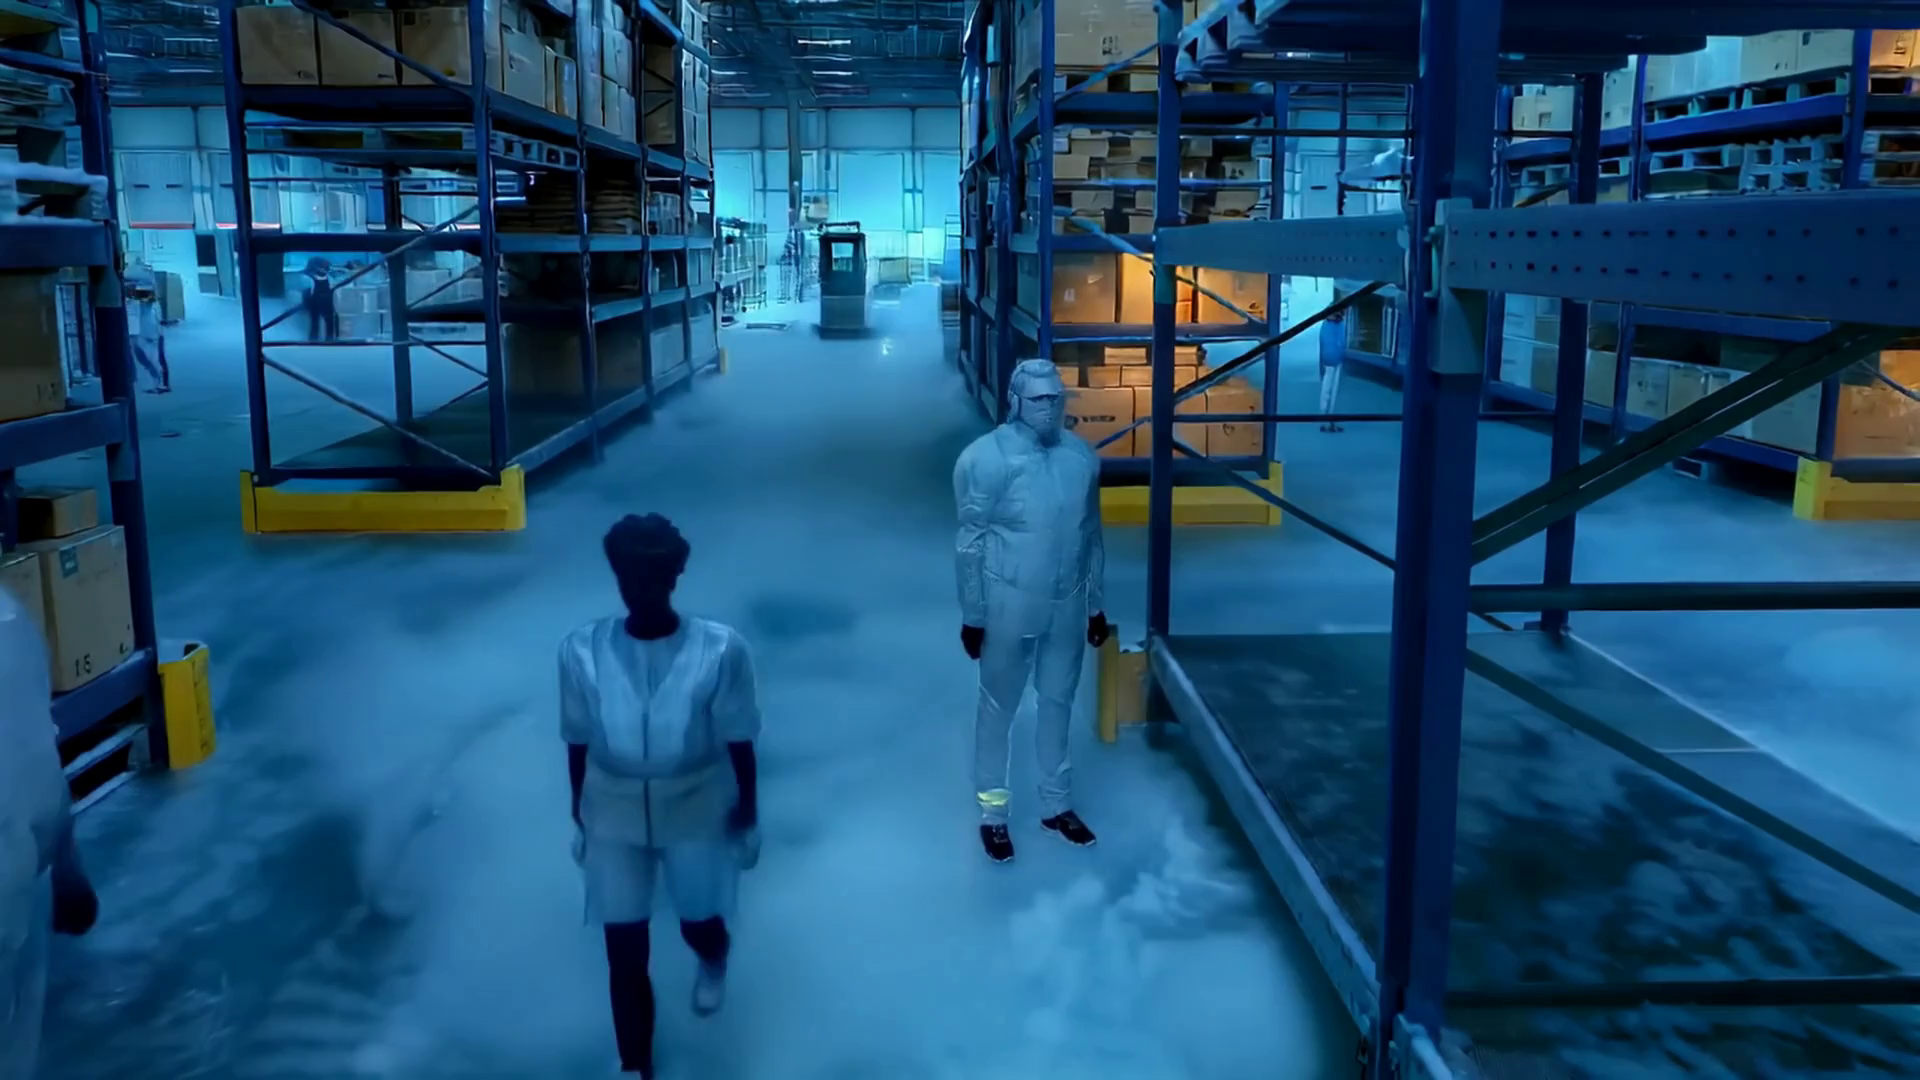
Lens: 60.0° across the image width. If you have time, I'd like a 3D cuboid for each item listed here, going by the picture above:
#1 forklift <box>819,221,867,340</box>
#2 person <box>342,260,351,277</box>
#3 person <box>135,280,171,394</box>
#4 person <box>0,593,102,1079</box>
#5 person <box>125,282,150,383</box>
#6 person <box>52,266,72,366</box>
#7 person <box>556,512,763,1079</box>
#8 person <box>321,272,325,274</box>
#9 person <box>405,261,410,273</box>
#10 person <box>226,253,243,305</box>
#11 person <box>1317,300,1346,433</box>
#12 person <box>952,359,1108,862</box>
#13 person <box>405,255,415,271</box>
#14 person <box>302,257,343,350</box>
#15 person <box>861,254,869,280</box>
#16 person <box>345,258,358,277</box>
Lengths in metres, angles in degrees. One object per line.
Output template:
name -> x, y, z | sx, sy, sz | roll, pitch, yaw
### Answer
forklift -> -2.815, -6.240, 39.881 | 1.129, 2.768, 1.873 | 0, 10, -2
person -> -20.485, -8.523, 55.806 | 0.517, 1.728, 0.450 | 1, 10, 5
person -> -12.479, -3.123, 25.656 | 0.526, 1.757, 0.348 | 10, 14, 44
person -> -2.106, 0.777, 3.549 | 0.398, 1.899, 0.647 | 1, 10, 4
person -> -13.757, -3.443, 27.623 | 0.358, 1.683, 0.540 | 9, 13, 40
person -> -17.015, -4.226, 31.253 | 0.609, 1.958, 0.369 | 5, 11, 25
person -> -0.794, 0.720, 4.515 | 0.538, 1.671, 0.755 | 0, 10, -2
person -> -16.519, -6.231, 42.602 | 0.932, 1.875, 0.627 | 2, 10, 11
person -> -18.452, -8.470, 55.623 | 0.376, 1.677, 0.536 | -9, 14, -42
person -> -27.008, -9.736, 62.069 | 0.976, 1.895, 0.649 | -10, 14, -44
person -> 4.604, -2.147, 20.553 | 0.279, 1.633, 0.505 | 9, 14, 42
person -> 0.291, 0.262, 6.376 | 0.651, 1.907, 0.409 | -5, 11, -27
person -> -20.663, -9.787, 62.580 | 0.431, 1.835, 0.626 | -6, 12, -31
person -> -13.832, -5.139, 36.090 | 0.839, 2.000, 0.709 | 4, 11, 23
person -> -3.256, -8.745, 56.487 | 0.364, 1.930, 0.588 | -3, 11, -15
person -> -18.134, -7.515, 49.800 | 0.508, 1.872, 0.328 | 5, 11, 24
